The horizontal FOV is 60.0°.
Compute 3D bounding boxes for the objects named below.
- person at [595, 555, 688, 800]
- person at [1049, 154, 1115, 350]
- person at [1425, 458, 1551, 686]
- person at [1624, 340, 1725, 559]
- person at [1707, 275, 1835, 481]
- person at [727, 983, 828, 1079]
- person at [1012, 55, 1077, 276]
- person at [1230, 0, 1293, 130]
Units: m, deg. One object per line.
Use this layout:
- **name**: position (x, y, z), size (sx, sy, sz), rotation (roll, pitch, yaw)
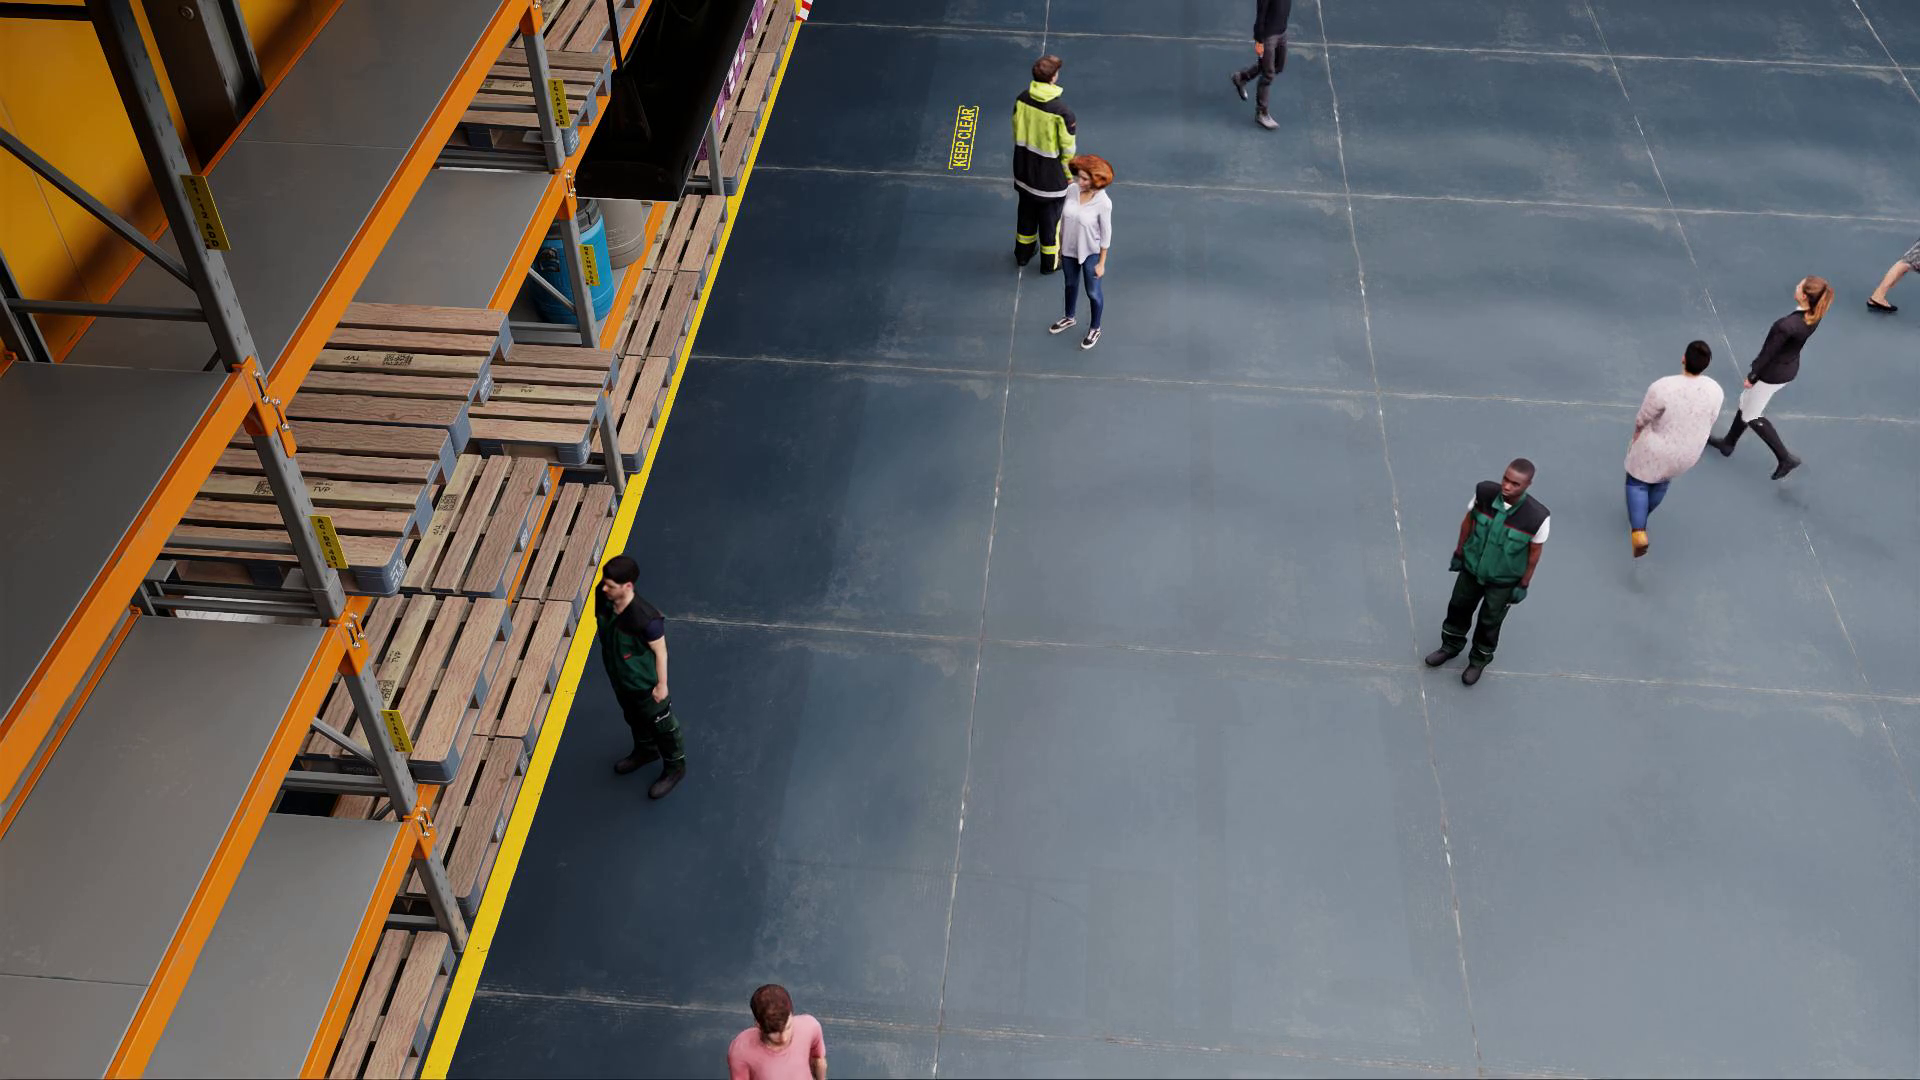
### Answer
- **person**: position (-1.939, 0.792, 10.036), size (0.759, 1.901, 0.779), rotation (30, 51, 28)
- **person**: position (1.018, -2.376, 13.500), size (0.743, 1.709, 0.774), rotation (30, 51, 28)
- **person**: position (3.428, 0.183, 10.719), size (0.793, 1.841, 0.817), rotation (31, 52, 29)
- **person**: position (4.957, -0.612, 11.641), size (0.691, 1.720, 0.956), rotation (5, 44, 6)
- **person**: position (6.029, -1.158, 12.220), size (0.975, 1.711, 1.022), rotation (-30, 51, -28)
- **person**: position (-0.894, 2.677, 8.025), size (0.923, 1.945, 1.077), rotation (-18, 46, -18)
- **person**: position (0.702, -3.199, 14.167), size (0.872, 1.983, 0.873), rotation (29, 51, 27)
- **person**: position (2.928, -4.913, 16.060), size (1.003, 1.851, 1.036), rotation (-34, 53, -30)
